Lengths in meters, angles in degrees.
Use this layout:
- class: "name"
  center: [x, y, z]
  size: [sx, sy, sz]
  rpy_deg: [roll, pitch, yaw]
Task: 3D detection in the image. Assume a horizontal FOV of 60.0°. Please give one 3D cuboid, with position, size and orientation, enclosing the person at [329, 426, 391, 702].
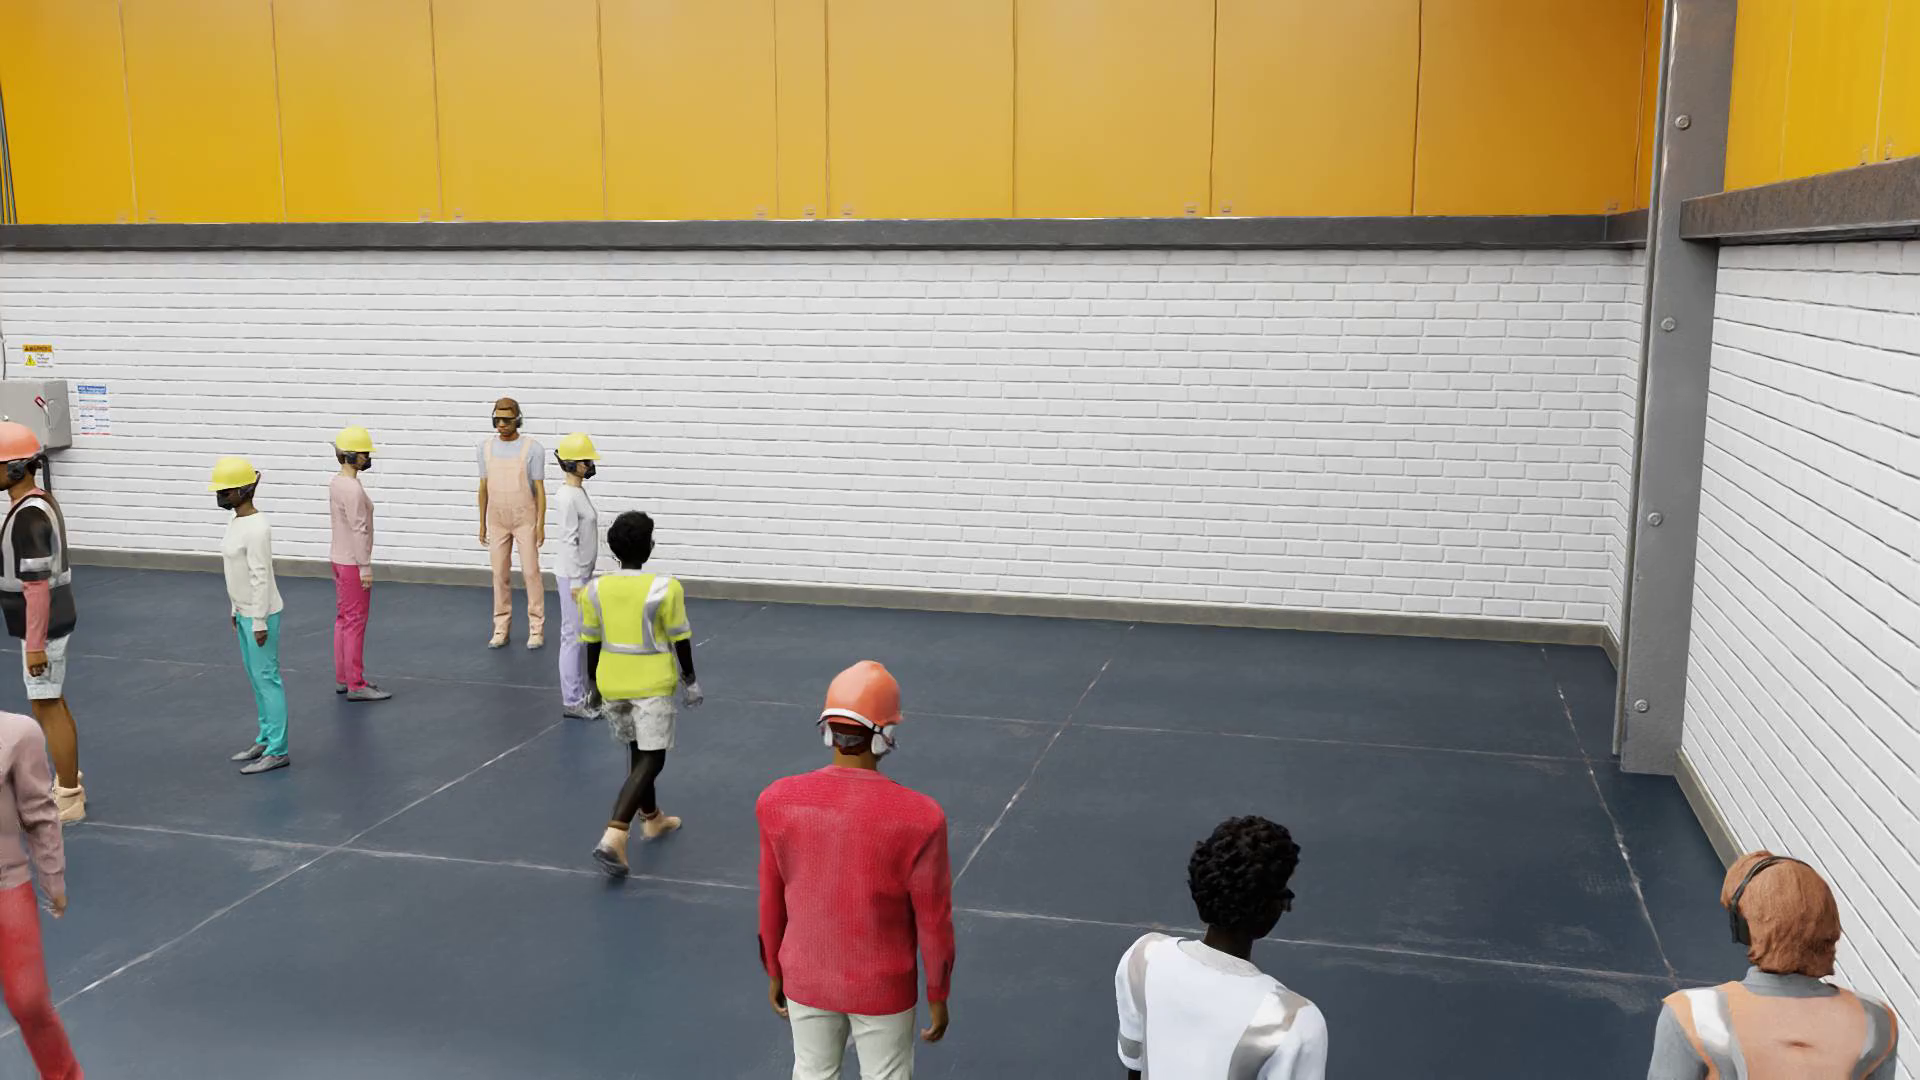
- class: "person"
  center: [-3.877, 0.149, 10.708]
  size: [0.329, 1.765, 0.533]
  rpy_deg: [-6, 11, -33]

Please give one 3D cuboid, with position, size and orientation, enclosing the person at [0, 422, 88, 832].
- class: "person"
  center: [-4.616, 0.428, 8.271]
  size: [0.403, 2.036, 0.614]
  rpy_deg: [-5, 11, -26]

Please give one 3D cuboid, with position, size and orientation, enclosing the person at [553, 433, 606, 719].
- class: "person"
  center: [-2.352, 0.217, 10.305]
  size: [0.312, 1.768, 0.522]
  rpy_deg: [-1, 10, -6]

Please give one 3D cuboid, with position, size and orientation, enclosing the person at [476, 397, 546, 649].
- class: "person"
  center: [-3.246, -0.120, 12.073]
  size: [0.504, 1.839, 0.329]
  rpy_deg: [1, 10, 5]

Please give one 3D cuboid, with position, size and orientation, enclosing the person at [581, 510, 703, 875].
- class: "person"
  center: [-1.543, 0.694, 7.784]
  size: [0.540, 1.669, 0.803]
  rpy_deg: [4, 10, 22]

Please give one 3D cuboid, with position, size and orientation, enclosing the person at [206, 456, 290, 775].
- class: "person"
  center: [-3.936, 0.409, 9.204]
  size: [0.346, 1.761, 0.528]
  rpy_deg: [-7, 12, -35]

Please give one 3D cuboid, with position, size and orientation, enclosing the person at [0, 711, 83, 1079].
- class: "person"
  center: [-3.049, 1.116, 5.099]
  size: [0.565, 1.739, 0.440]
  rpy_deg: [-5, 11, -28]

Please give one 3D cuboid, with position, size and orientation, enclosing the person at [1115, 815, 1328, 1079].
- class: "person"
  center: [0.548, 1.407, 3.537]
  size: [0.319, 1.686, 0.539]
  rpy_deg: [-9, 13, -43]

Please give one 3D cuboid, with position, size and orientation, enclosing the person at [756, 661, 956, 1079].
- class: "person"
  center: [-0.279, 1.195, 4.626]
  size: [0.573, 1.739, 0.355]
  rpy_deg: [3, 10, 17]

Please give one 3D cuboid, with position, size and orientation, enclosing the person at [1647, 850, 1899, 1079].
- class: "person"
  center: [1.654, 1.449, 3.454]
  size: [0.525, 1.631, 0.314]
  rpy_deg: [-1, 10, -3]
